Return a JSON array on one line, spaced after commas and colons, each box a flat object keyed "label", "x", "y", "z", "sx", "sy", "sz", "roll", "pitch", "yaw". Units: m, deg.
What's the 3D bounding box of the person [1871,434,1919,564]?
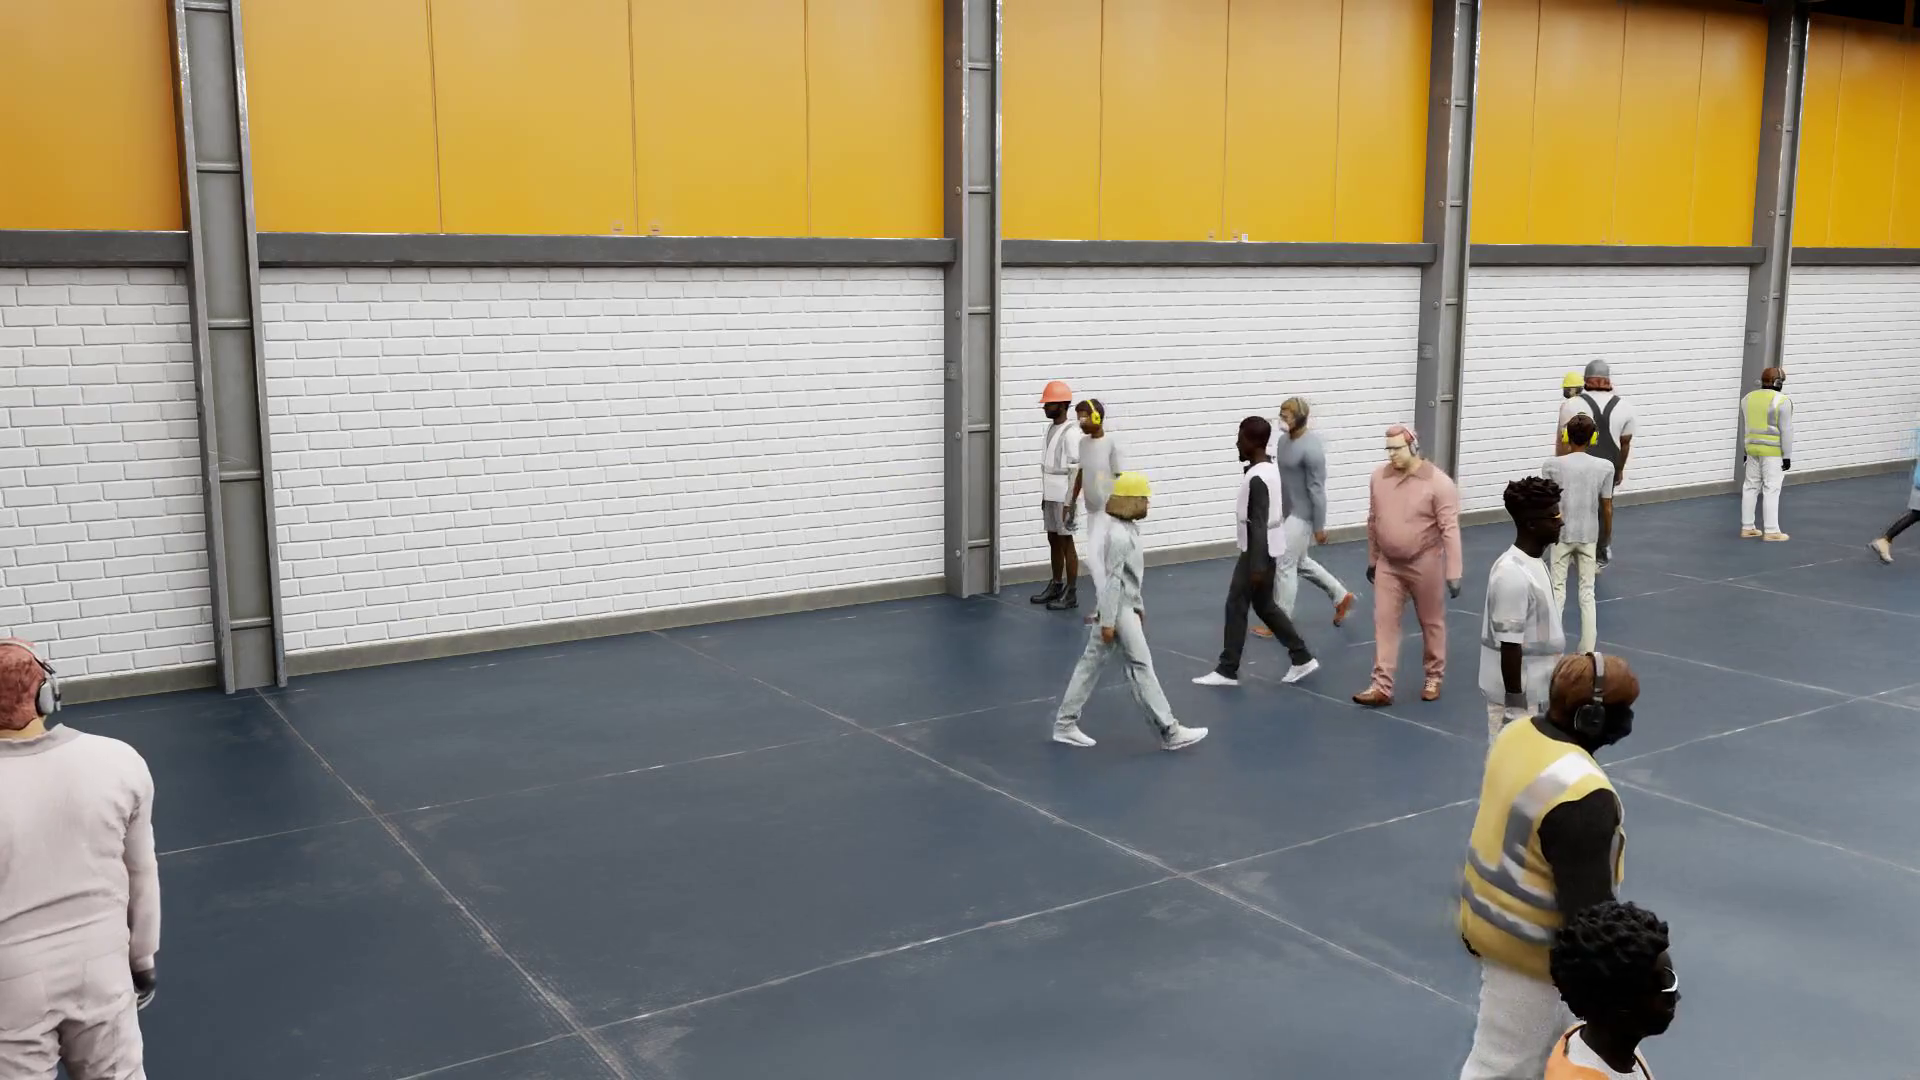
[{"label": "person", "x": 9.287, "y": -0.555, "z": 15.976, "sx": 0.813, "sy": 1.666, "sz": 0.531, "roll": 1, "pitch": 9, "yaw": 3}]

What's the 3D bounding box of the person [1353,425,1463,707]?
[{"label": "person", "x": 2.940, "y": 0.180, "z": 10.946, "sx": 0.768, "sy": 1.852, "sz": 0.929, "roll": 9, "pitch": 13, "yaw": 43}]

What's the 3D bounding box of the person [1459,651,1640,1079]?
[{"label": "person", "x": 1.785, "y": 1.208, "z": 4.938, "sx": 0.789, "sy": 1.804, "sz": 0.637, "roll": 0, "pitch": 9, "yaw": 3}]

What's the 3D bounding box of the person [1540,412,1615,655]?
[{"label": "person", "x": 4.392, "y": 0.024, "z": 11.907, "sx": 0.532, "sy": 1.860, "sz": 0.319, "roll": 2, "pitch": 10, "yaw": 12}]

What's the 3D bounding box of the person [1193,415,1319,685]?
[{"label": "person", "x": 2.073, "y": 0.092, "z": 11.461, "sx": 0.735, "sy": 1.921, "sz": 0.614, "roll": 2, "pitch": 10, "yaw": 14}]

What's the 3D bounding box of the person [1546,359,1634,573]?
[{"label": "person", "x": 5.995, "y": -0.729, "z": 15.898, "sx": 0.707, "sy": 2.000, "sz": 0.736, "roll": 0, "pitch": 9, "yaw": 2}]

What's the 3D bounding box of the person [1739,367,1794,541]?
[{"label": "person", "x": 8.549, "y": -0.911, "z": 17.606, "sx": 0.429, "sy": 1.840, "sz": 0.624, "roll": -4, "pitch": 10, "yaw": -23}]

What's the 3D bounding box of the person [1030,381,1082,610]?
[{"label": "person", "x": 0.824, "y": -0.378, "z": 14.095, "sx": 0.361, "sy": 1.938, "sz": 0.545, "roll": -4, "pitch": 10, "yaw": -22}]

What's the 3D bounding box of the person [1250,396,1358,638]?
[{"label": "person", "x": 2.732, "y": -0.181, "z": 13.002, "sx": 0.843, "sy": 1.912, "sz": 0.629, "roll": -1, "pitch": 9, "yaw": -7}]

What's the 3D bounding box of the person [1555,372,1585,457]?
[{"label": "person", "x": 6.577, "y": -0.926, "z": 17.914, "sx": 0.326, "sy": 1.766, "sz": 0.533, "roll": -3, "pitch": 10, "yaw": -15}]

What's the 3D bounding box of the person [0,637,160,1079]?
[{"label": "person", "x": -2.558, "y": 1.212, "z": 4.619, "sx": 0.399, "sy": 1.905, "sz": 0.642, "roll": 9, "pitch": 13, "yaw": 42}]

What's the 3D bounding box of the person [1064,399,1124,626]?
[{"label": "person", "x": 1.091, "y": -0.220, "z": 13.449, "sx": 0.552, "sy": 1.834, "sz": 0.567, "roll": -6, "pitch": 11, "yaw": -32}]

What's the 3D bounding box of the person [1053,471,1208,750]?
[{"label": "person", "x": 0.999, "y": 0.429, "z": 9.954, "sx": 0.949, "sy": 1.688, "sz": 0.502, "roll": 1, "pitch": 9, "yaw": 5}]

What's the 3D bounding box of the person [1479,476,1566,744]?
[{"label": "person", "x": 2.579, "y": 0.678, "z": 7.643, "sx": 0.364, "sy": 1.966, "sz": 0.609, "roll": 4, "pitch": 10, "yaw": 23}]

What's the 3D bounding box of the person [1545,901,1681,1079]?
[{"label": "person", "x": 1.257, "y": 1.533, "z": 3.295, "sx": 0.318, "sy": 1.700, "sz": 0.535, "roll": 4, "pitch": 10, "yaw": 20}]
